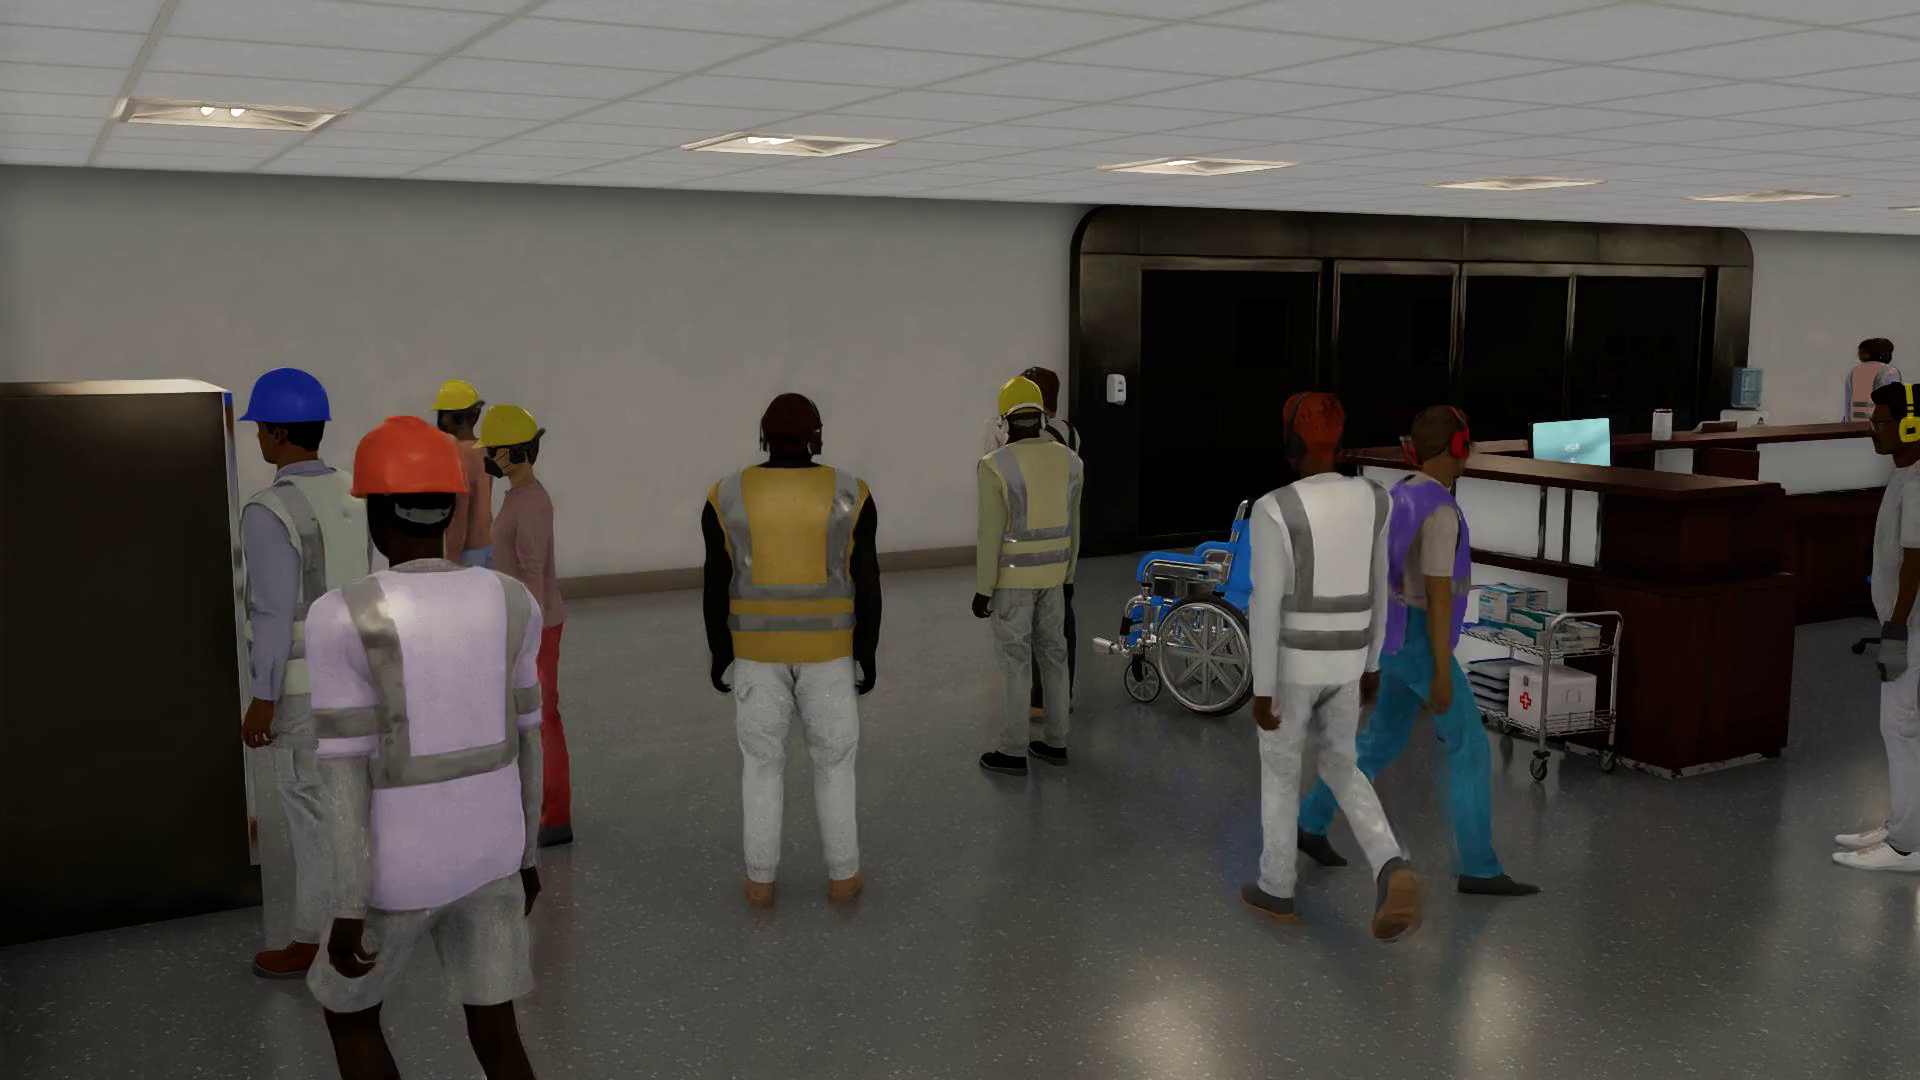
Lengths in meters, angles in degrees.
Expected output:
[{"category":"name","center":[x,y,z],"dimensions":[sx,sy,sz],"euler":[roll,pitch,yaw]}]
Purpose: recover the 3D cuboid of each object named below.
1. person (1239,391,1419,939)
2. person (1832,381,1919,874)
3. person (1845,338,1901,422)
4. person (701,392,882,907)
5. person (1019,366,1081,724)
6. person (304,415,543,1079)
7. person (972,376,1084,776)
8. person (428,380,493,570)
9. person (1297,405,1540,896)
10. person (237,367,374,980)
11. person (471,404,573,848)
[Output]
[{"category":"person","center":[1.225,0.433,5.584],"dimensions":[0.585,1.866,0.718],"euler":[-3,9,-24]},{"category":"person","center":[3.574,0.332,6.333],"dimensions":[0.326,1.862,0.508],"euler":[4,9,29]},{"category":"person","center":[9.386,-1.144,17.077],"dimensions":[0.430,1.845,0.624],"euler":[-2,8,-16]},{"category":"person","center":[-0.592,0.394,5.948],"dimensions":[0.631,1.841,0.429],"euler":[0,8,-3]},{"category":"person","center":[0.426,0.027,8.600],"dimensions":[0.346,1.841,0.506],"euler":[4,9,29]},{"category":"person","center":[-1.136,0.688,3.627],"dimensions":[0.567,1.901,0.563],"euler":[7,11,42]},{"category":"person","center":[0.293,0.164,7.658],"dimensions":[0.595,1.826,0.403],"euler":[-6,10,-37]},{"category":"person","center":[-2.615,0.050,8.753],"dimensions":[0.334,1.765,0.538],"euler":[0,8,3]},{"category":"person","center":[1.658,0.400,6.125],"dimensions":[0.889,1.801,0.582],"euler":[0,8,2]},{"category":"person","center":[-2.085,0.424,5.337],"dimensions":[0.389,1.949,0.602],"euler":[1,8,10]},{"category":"person","center":[-1.746,0.341,6.630],"dimensions":[0.334,1.763,0.522],"euler":[-3,8,-21]}]
